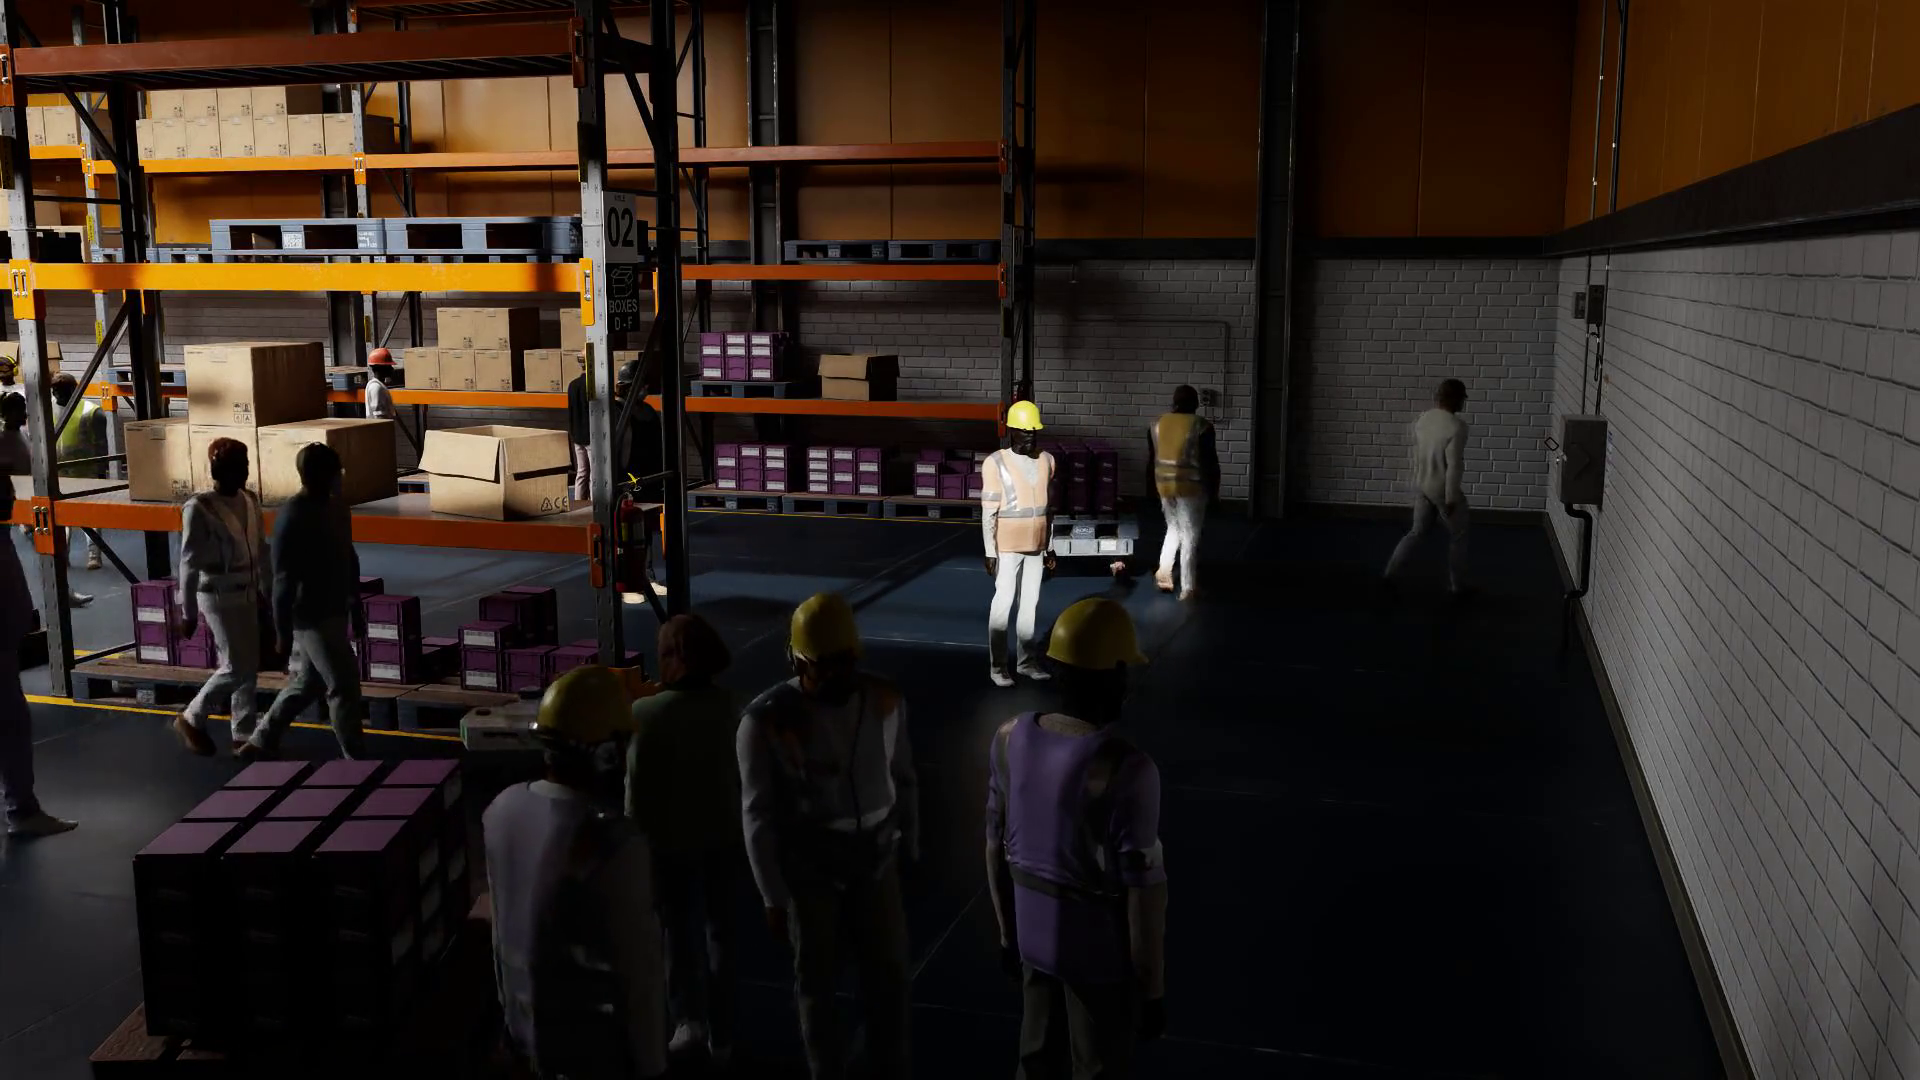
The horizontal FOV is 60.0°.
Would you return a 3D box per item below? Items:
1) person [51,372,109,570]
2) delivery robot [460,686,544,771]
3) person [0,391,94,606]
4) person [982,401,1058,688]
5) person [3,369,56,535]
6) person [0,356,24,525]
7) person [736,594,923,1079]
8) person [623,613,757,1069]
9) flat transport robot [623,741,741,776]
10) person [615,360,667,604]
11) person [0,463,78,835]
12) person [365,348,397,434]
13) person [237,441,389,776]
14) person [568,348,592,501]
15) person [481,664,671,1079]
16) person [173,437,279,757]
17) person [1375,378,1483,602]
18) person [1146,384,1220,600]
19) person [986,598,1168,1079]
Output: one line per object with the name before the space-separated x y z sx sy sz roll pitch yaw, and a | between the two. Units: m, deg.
person | -8.241 -0.633 15.440 0.623 1.844 0.430 -1 9 -9
delivery robot | -2.303 1.029 8.935 0.707 0.478 0.477 0 9 0
person | -7.734 -0.314 13.631 1.004 1.810 0.486 1 9 6
person | 0.419 0.023 11.179 0.594 1.924 0.379 -7 11 -36
person | -9.452 -0.874 17.026 0.681 1.807 0.601 -7 12 -36
person | -10.240 -1.061 17.983 0.519 1.865 0.328 -1 9 -9
person | -0.365 1.054 5.298 0.649 1.802 0.550 -5 10 -27
person | -0.912 1.051 5.835 0.542 1.619 0.359 -3 10 -17
flat transport robot | -1.309 1.146 9.370 0.652 0.197 1.431 7 12 36
person | -2.699 -0.500 14.027 0.539 2.000 0.688 4 10 23
person | -4.865 0.548 8.154 0.768 1.878 0.652 -3 10 -19
person | -6.254 -1.110 18.053 0.360 1.939 0.543 -4 10 -21
person | -3.491 0.412 8.897 0.961 1.909 0.646 1 9 5
person | -3.876 -1.051 17.546 0.608 1.987 0.388 8 12 41
person | -0.988 1.224 4.201 0.603 1.819 0.528 9 13 42
person | -4.146 0.344 9.400 0.457 1.869 0.600 2 9 10
person | 3.951 -0.406 13.896 0.939 1.908 0.631 -4 10 -23
person | 1.897 -0.404 14.121 0.703 1.814 0.436 8 12 39
person | 0.339 1.107 4.576 0.375 1.925 0.595 -9 13 -43
